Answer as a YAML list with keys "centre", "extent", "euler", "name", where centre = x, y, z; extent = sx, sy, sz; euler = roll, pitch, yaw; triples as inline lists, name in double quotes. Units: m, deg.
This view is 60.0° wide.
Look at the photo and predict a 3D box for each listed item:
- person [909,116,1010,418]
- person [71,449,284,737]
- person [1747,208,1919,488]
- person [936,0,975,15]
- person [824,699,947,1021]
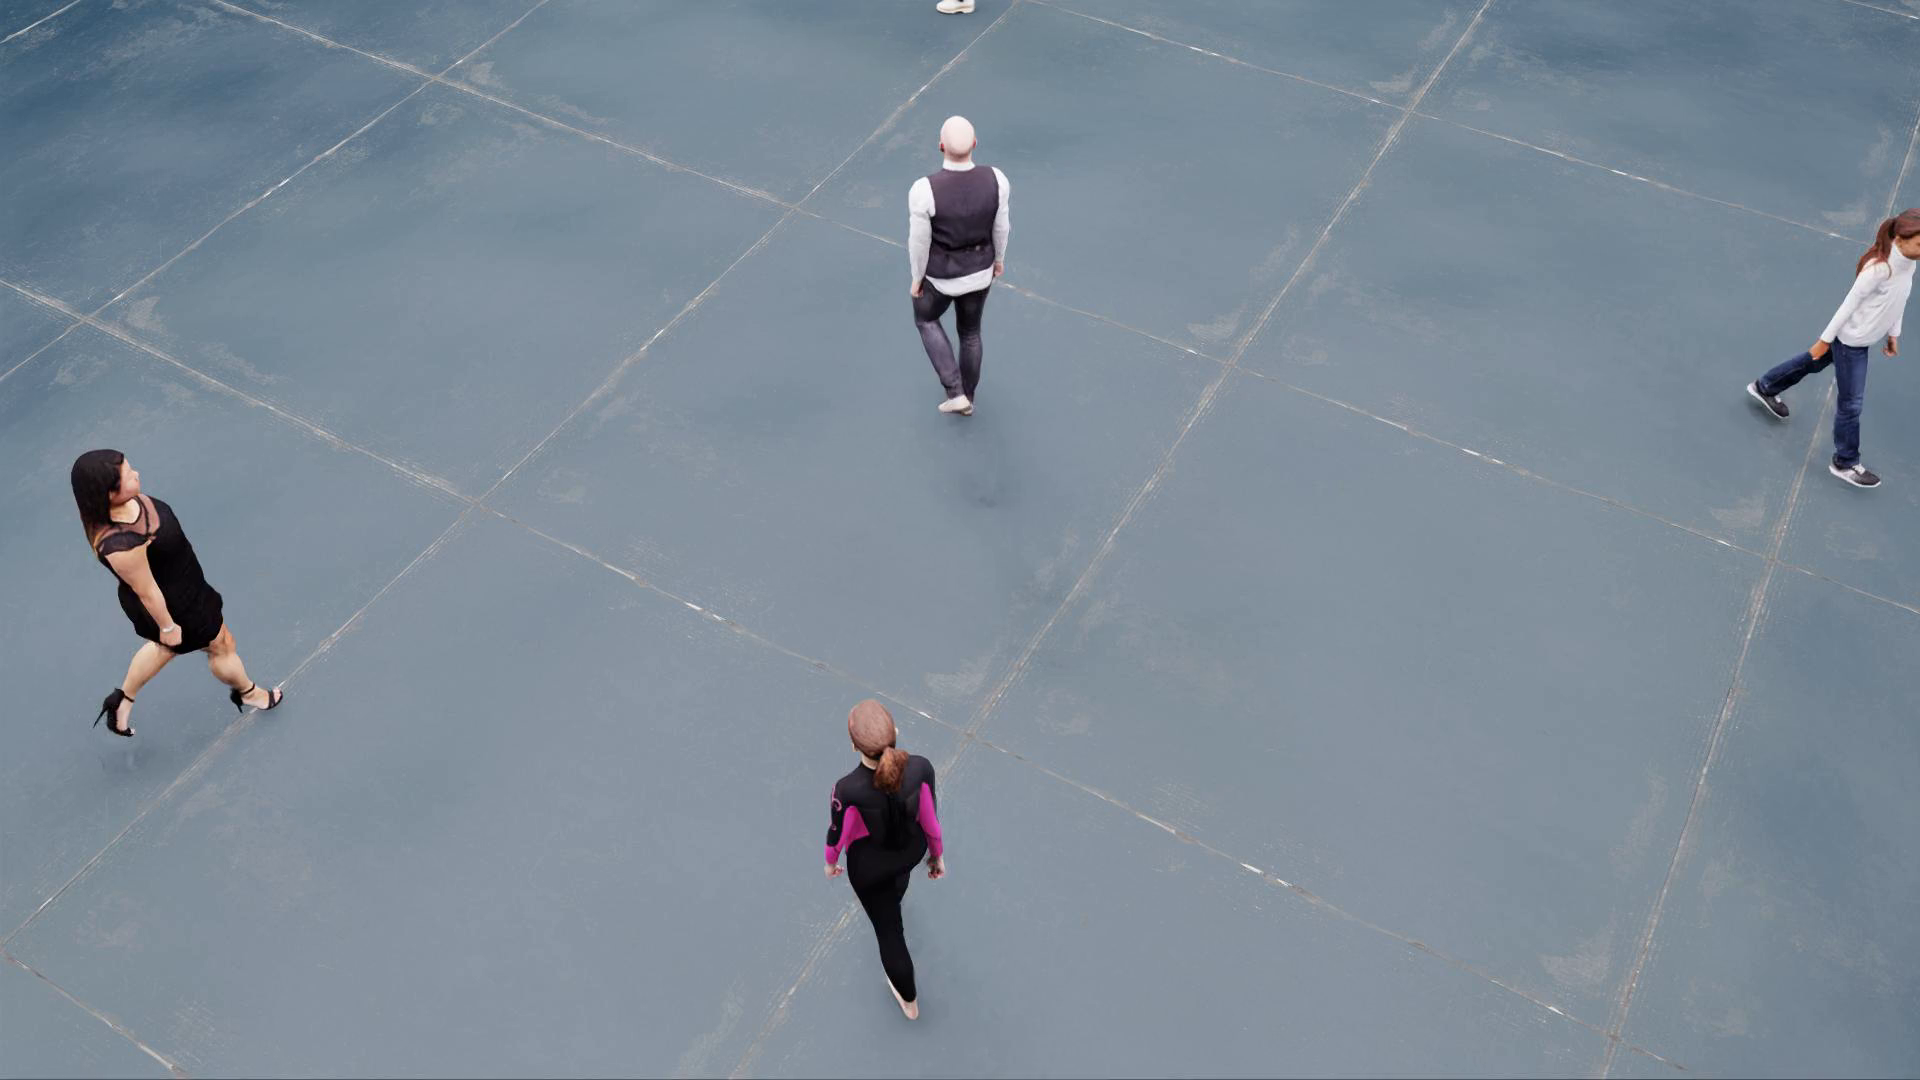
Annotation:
- centre: [0.005, -1.303, 8.541]
  extent: [0.865, 1.808, 0.918]
  euler: [-16, 49, -14]
  name: "person"
- centre: [-3.501, 0.292, 7.143]
  extent: [0.980, 1.695, 1.040]
  euler: [-26, 52, -22]
  name: "person"
- centre: [4.523, -1.091, 8.550]
  extent: [0.868, 1.507, 1.165]
  euler: [-26, 52, -22]
  name: "person"
- centre: [-0.023, -4.526, 11.604]
  extent: [0.785, 1.686, 0.759]
  euler: [-1, 47, -1]
  name: "person"
- centre: [-0.237, 1.259, 6.231]
  extent: [0.892, 1.722, 1.004]
  euler: [-18, 50, -16]
  name: "person"
